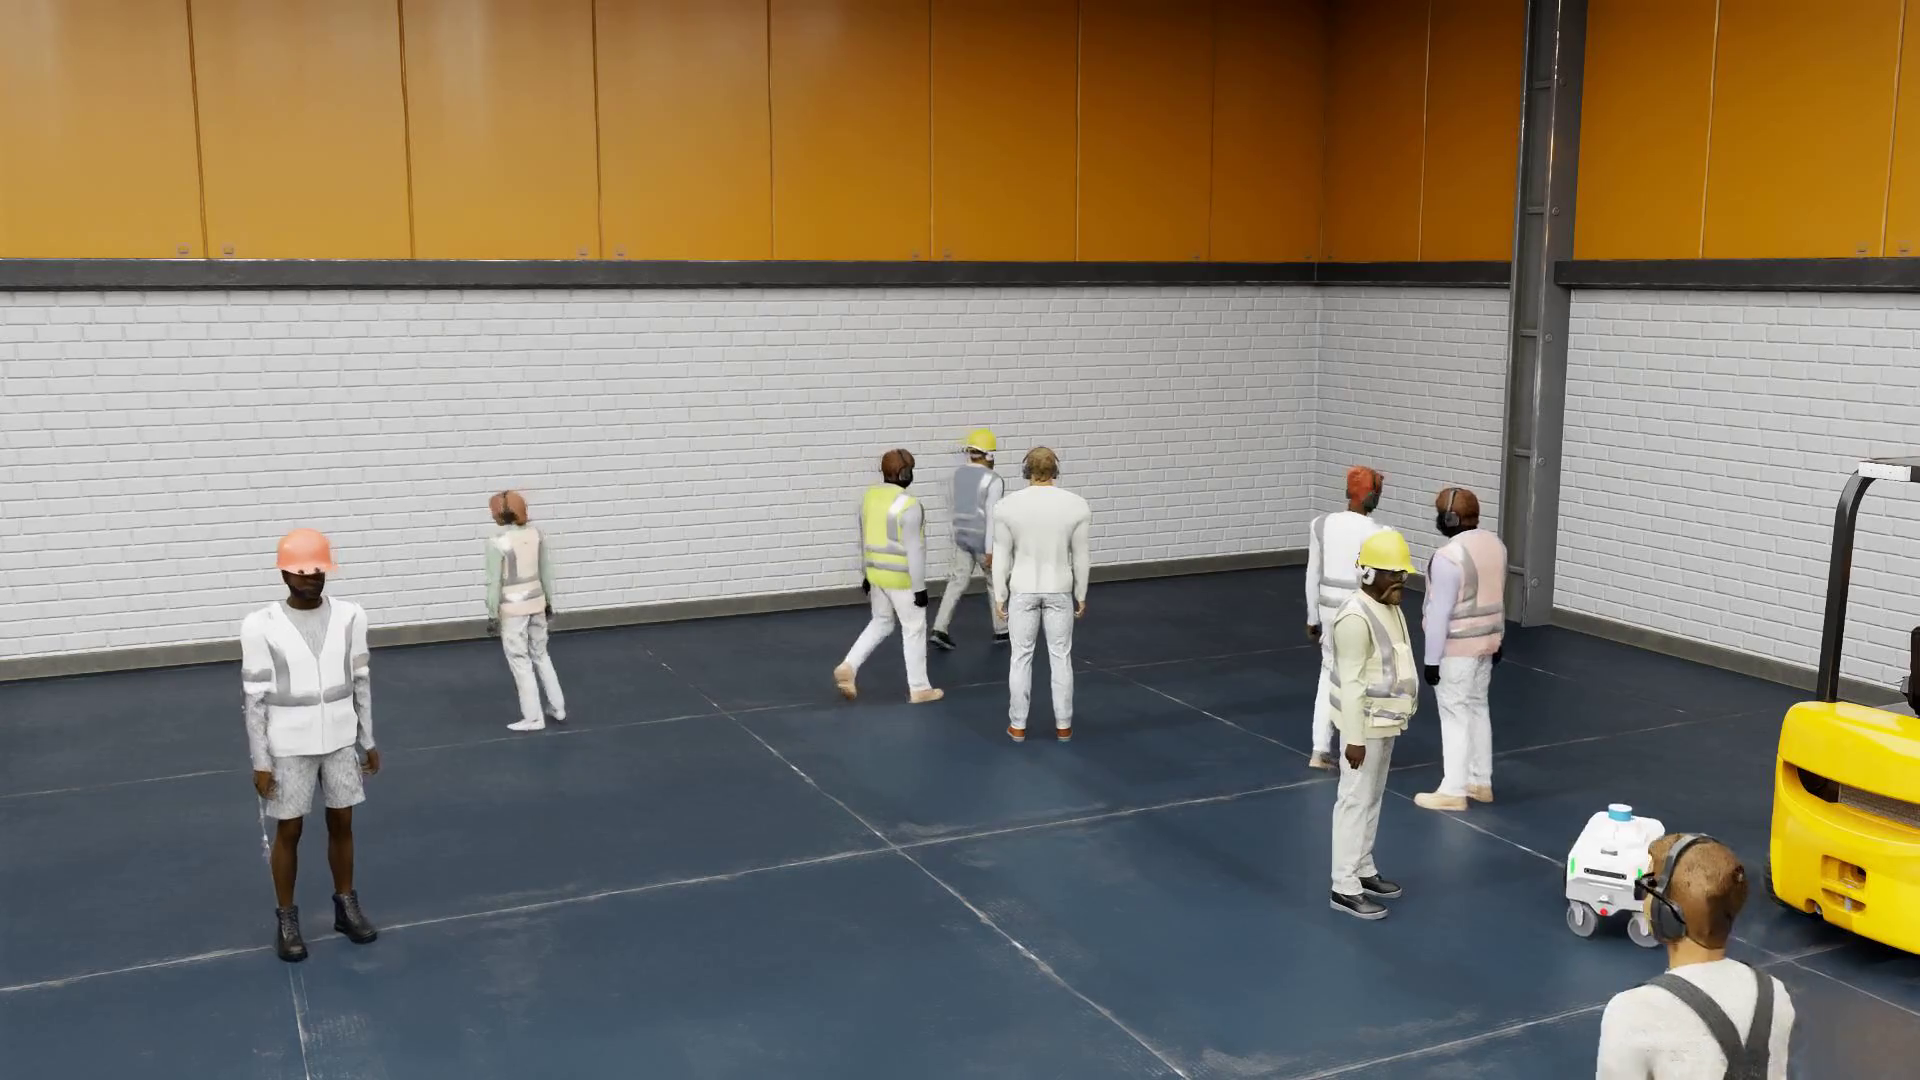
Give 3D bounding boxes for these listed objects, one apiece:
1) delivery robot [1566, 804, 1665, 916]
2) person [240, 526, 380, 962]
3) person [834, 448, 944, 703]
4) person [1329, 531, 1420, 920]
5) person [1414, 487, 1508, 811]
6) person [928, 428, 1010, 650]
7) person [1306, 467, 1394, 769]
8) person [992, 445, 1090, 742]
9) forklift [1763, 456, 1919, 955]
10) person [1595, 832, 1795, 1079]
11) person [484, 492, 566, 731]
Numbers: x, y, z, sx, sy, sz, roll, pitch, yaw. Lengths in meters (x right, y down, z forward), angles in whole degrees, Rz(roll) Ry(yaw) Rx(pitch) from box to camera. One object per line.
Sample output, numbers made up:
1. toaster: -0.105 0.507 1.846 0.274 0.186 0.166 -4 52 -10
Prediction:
1. delivery robot: 3.056 1.473 7.735 0.477 0.478 0.707 5 11 29
2. person: -2.865 0.889 7.379 0.553 1.934 0.368 -8 12 -39
3. person: -0.483 0.269 11.597 0.768 1.823 0.645 -8 12 -40
4. person: 1.964 0.858 7.900 0.404 1.827 0.600 5 10 29
5. person: 2.836 0.613 9.438 0.664 1.831 0.431 -8 12 -40
6. person: 0.101 -0.005 13.381 0.593 1.793 0.922 8 12 43
7. person: 2.349 0.498 10.034 0.605 1.886 0.403 9 13 44
8. person: 0.519 0.351 10.749 0.632 1.932 0.372 0 9 -1
9. forklift: 4.857 0.731 7.561 2.313 2.155 1.214 -4 10 -25
10. person: 1.630 1.548 3.704 0.525 1.813 0.935 -5 10 -29
11. person: -2.892 0.473 10.975 0.316 1.608 0.597 5 10 28
